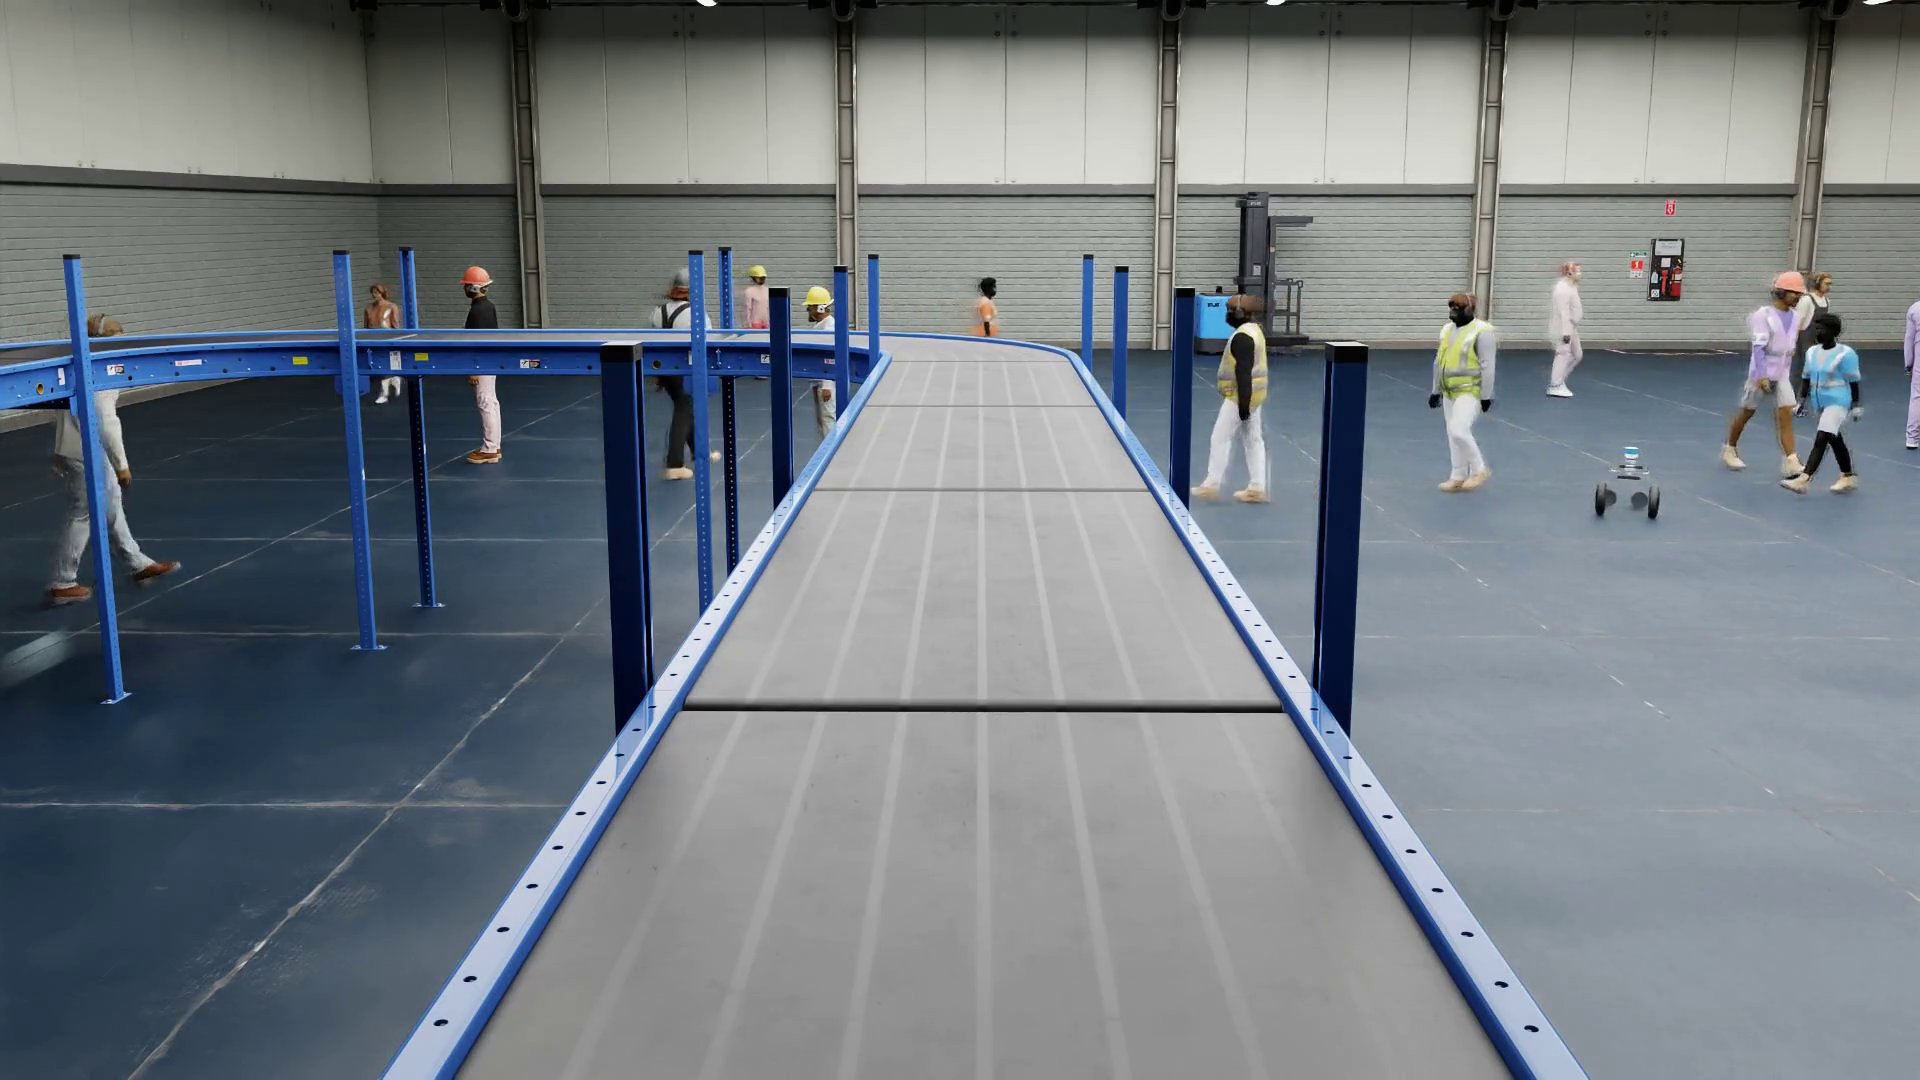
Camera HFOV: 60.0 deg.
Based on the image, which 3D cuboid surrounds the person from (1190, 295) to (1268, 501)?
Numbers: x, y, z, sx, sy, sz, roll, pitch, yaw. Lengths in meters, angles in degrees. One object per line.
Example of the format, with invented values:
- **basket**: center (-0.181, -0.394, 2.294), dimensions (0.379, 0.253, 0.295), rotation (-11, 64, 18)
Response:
- **person**: center (2.369, -1.245, 14.699), dimensions (0.807, 1.813, 0.662), rotation (4, 12, 20)

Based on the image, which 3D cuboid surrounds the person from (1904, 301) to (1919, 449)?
- **person**: center (10.524, -1.914, 17.908), dimensions (0.651, 1.906, 0.409), rotation (11, 15, 44)

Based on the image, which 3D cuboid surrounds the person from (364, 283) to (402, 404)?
- **person**: center (-7.826, -2.690, 22.627), dimensions (0.526, 1.615, 0.658), rotation (3, 11, 17)

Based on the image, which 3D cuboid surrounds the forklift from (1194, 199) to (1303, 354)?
- **forklift**: center (5.313, -4.851, 30.603), dimensions (1.873, 2.768, 1.129), rotation (0, 11, 1)

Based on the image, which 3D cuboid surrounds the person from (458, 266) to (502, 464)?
- **person**: center (-4.915, -1.800, 17.089), dimensions (0.375, 1.997, 0.611), rotation (-1, 11, -5)

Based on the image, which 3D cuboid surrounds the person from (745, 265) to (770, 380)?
- **person**: center (-3.080, -3.359, 25.708), dimensions (0.360, 1.751, 0.558), rotation (9, 14, 39)

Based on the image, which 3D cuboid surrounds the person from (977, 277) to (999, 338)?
- **person**: center (0.320, -2.870, 23.433), dimensions (0.786, 1.671, 0.536), rotation (1, 11, 6)

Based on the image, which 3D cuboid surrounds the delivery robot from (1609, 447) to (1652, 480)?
- **delivery robot**: center (5.748, -0.679, 14.244), dimensions (0.335, 0.223, 0.698), rotation (5, 12, 23)

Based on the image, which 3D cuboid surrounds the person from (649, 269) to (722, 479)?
- **person**: center (-2.589, -1.625, 16.185), dimensions (0.694, 2.000, 0.973), rotation (9, 14, 40)

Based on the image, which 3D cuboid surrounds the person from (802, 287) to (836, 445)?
- **person**: center (-1.345, -1.552, 16.264), dimensions (0.403, 1.828, 0.594), rotation (-3, 11, -15)

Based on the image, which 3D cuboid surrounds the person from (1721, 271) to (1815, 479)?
- **person**: center (7.921, -1.617, 16.219), dimensions (0.621, 1.984, 1.102), rotation (-3, 11, -15)

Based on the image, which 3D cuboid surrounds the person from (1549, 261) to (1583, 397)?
- **person**: center (8.497, -2.944, 23.245), dimensions (0.438, 1.888, 0.675), rotation (5, 12, 26)

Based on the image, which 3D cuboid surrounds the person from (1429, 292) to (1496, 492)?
- **person**: center (4.579, -1.339, 15.172), dimensions (0.433, 1.832, 0.636), rotation (-4, 12, -19)

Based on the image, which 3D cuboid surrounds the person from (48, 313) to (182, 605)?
- **person**: center (-5.620, -0.537, 10.891), dimensions (0.871, 1.882, 0.721), rotation (-10, 15, -43)

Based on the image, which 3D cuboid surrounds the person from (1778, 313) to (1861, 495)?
- **person**: center (7.811, -1.222, 15.012), dimensions (0.899, 1.633, 0.534), rotation (-3, 11, -14)

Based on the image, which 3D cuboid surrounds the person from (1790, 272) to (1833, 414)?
- **person**: center (10.827, -2.456, 20.955), dimensions (0.539, 1.802, 0.898), rotation (-7, 13, -33)
